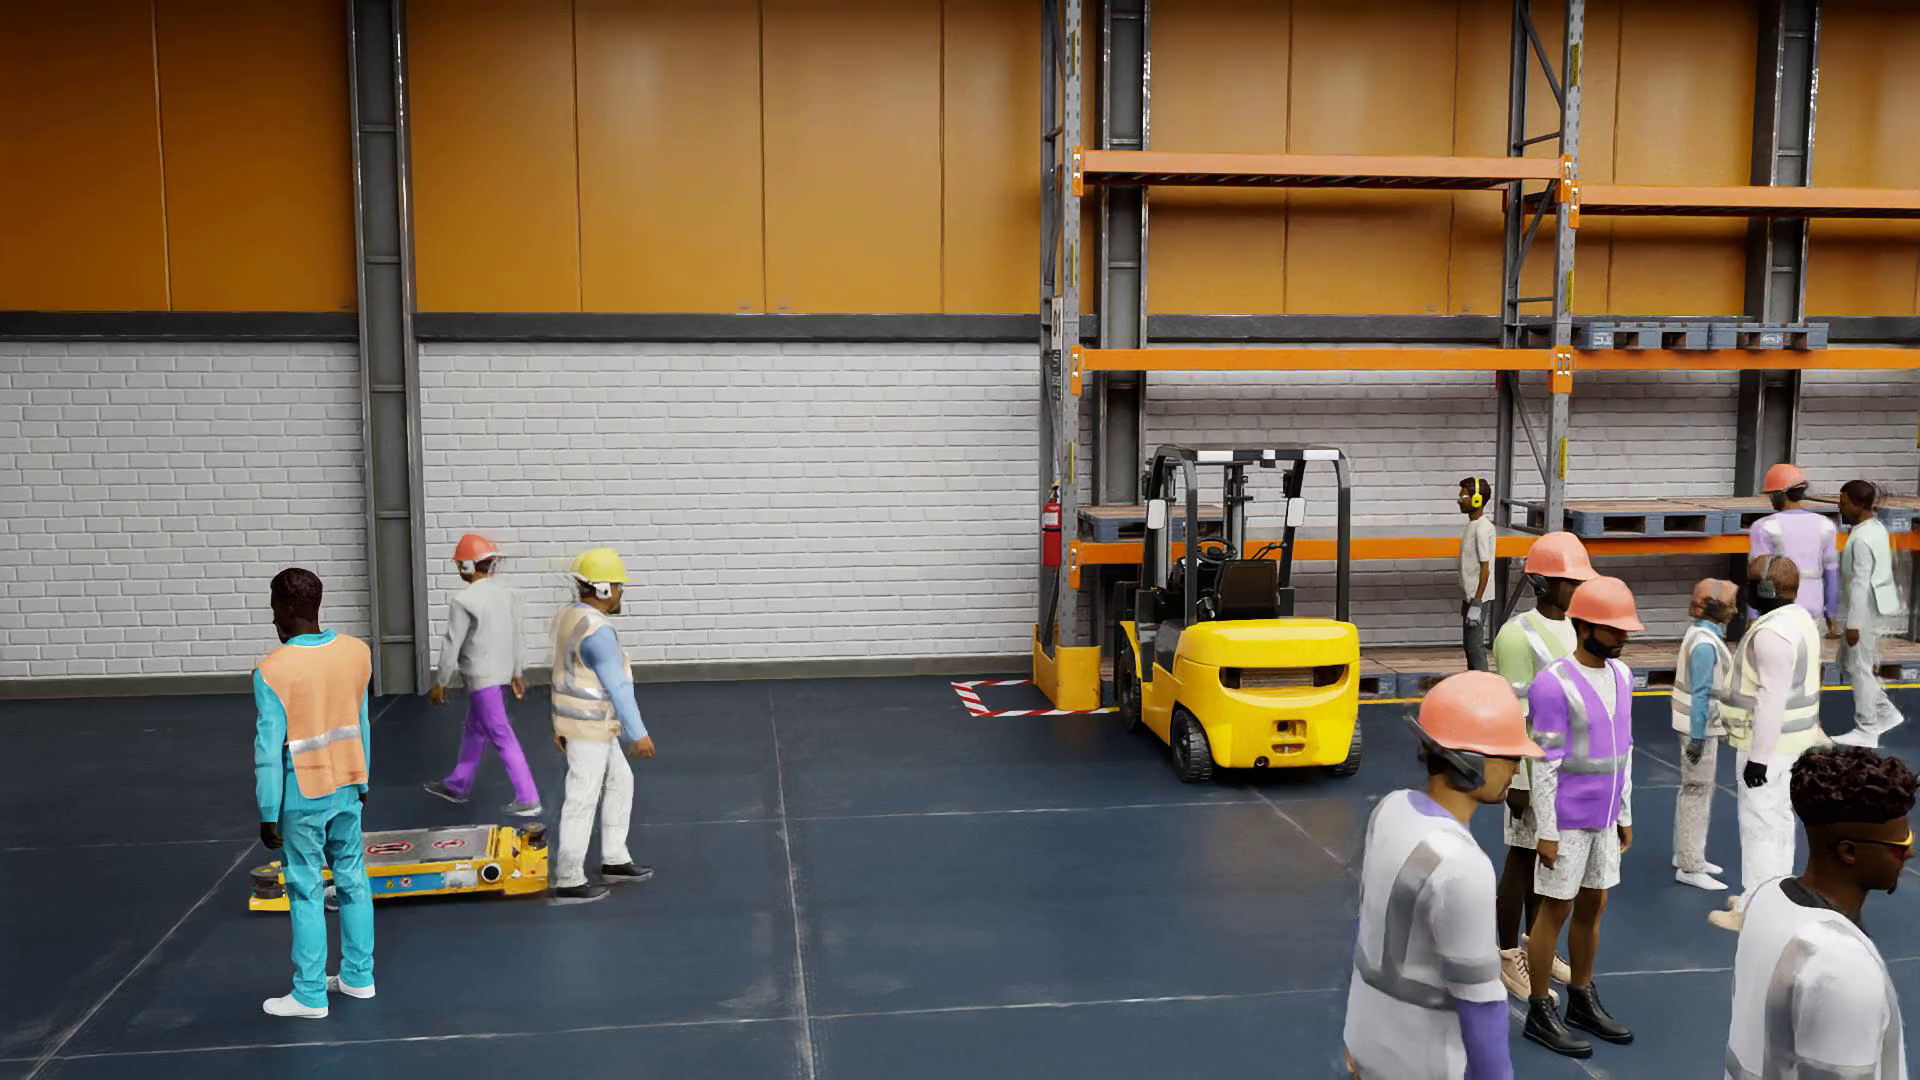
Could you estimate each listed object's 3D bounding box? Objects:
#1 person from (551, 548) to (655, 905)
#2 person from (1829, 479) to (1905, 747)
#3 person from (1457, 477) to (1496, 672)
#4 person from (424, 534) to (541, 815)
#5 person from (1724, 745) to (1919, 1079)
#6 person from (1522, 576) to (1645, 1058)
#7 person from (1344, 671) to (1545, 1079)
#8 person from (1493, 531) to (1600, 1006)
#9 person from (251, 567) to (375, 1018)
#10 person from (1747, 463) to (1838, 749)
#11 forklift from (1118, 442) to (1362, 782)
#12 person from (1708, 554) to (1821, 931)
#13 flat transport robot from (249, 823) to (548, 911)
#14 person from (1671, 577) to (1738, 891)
[{"bbox_3d":[-1.803,0.947,8.539,0.698,1.802,0.605,-3,7,-23],"label":"person"},{"bbox_3d":[6.417,0.523,11.794,0.423,1.908,0.647,5,8,35],"label":"person"},{"bbox_3d":[3.860,0.458,12.554,0.328,1.872,0.514,1,7,9],"label":"person"},{"bbox_3d":[-2.925,0.817,10.123,0.887,1.702,0.570,2,7,14],"label":"person"},{"bbox_3d":[1.906,1.418,3.728,0.368,1.965,0.609,1,7,11],"label":"person"},{"bbox_3d":[2.524,1.100,6.682,0.545,1.929,0.388,-4,8,-32],"label":"person"},{"bbox_3d":[1.236,1.332,4.266,0.696,2.014,0.623,0,7,4],"label":"person"},{"bbox_3d":[2.566,0.978,7.244,0.607,2.044,0.372,-6,9,-43],"label":"person"},{"bbox_3d":[-2.729,1.067,7.061,0.397,1.911,0.587,3,7,25],"label":"person"},{"bbox_3d":[5.863,0.477,11.731,0.652,2.023,0.534,0,7,-2],"label":"person"},{"bbox_3d":[1.912,0.418,11.496,1.214,2.155,2.313,-1,7,-8],"label":"forklift"},{"bbox_3d":[3.931,0.989,8.107,0.430,1.836,0.647,5,8,38],"label":"person"},{"bbox_3d":[-2.891,1.692,8.680,1.431,0.197,0.652,-2,7,-14],"label":"flat transport robot"},{"bbox_3d":[3.918,1.006,8.783,0.311,1.635,0.536,3,7,22],"label":"person"}]
